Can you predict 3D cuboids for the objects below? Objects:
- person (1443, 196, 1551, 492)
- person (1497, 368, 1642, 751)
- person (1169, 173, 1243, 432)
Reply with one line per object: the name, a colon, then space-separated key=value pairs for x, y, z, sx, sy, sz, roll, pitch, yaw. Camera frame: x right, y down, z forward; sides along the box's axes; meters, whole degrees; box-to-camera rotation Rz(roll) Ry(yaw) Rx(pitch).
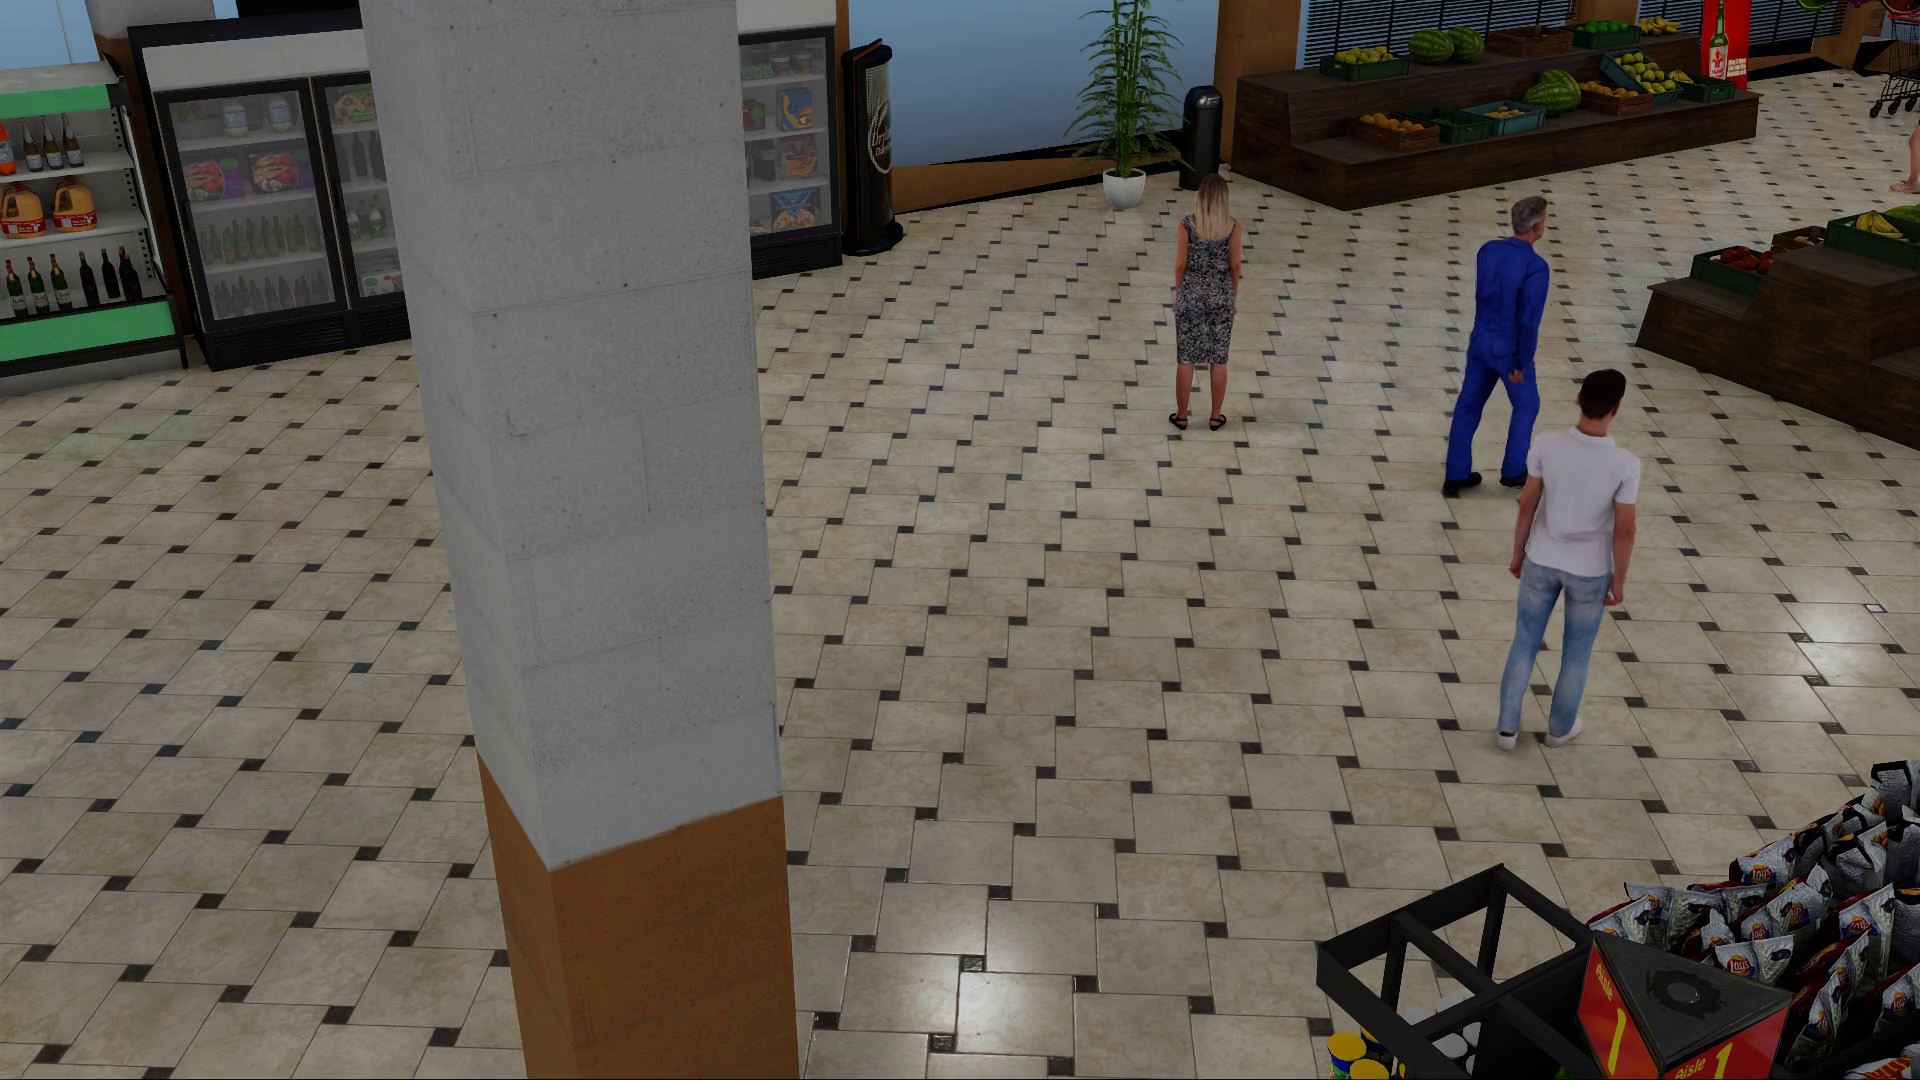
person: x=3.139 y=-1.112 z=9.864 sx=0.830 sy=1.806 sz=0.723 roll=-16 pitch=31 yaw=-28
person: x=2.682 y=0.123 z=7.379 sx=0.801 sy=1.851 sz=0.844 roll=17 pitch=31 yaw=30
person: x=1.588 y=-1.531 z=10.804 sx=0.610 sy=1.704 sz=0.700 roll=3 pitch=27 yaw=6
